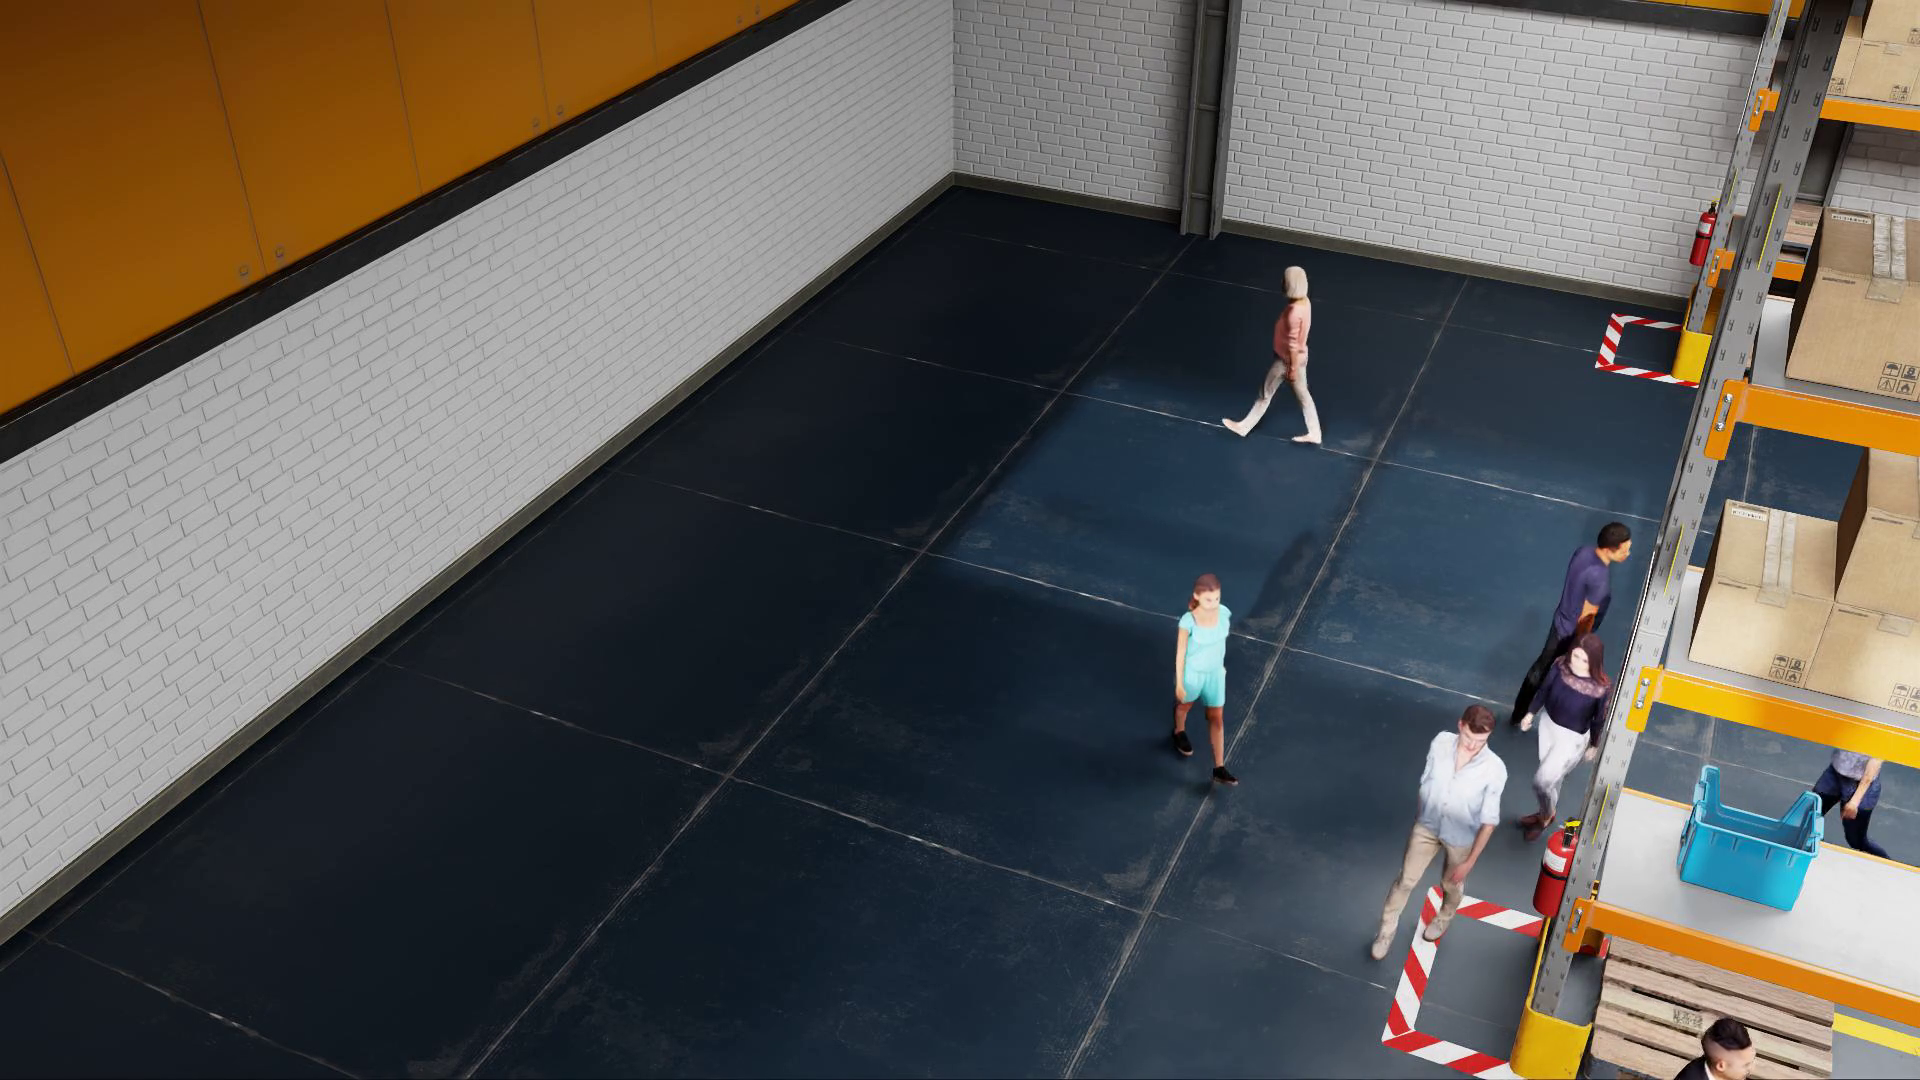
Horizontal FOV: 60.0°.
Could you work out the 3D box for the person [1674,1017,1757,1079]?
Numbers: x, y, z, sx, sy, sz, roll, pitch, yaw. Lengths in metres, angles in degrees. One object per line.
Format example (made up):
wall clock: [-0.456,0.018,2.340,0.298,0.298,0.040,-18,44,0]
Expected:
person: [3.270,2.806,7.684,0.955,1.944,1.114,-26,42,-34]

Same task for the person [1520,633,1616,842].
person: [3.825,1.211,10.399,0.808,1.595,0.745,-10,35,-15]

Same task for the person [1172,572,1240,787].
person: [1.552,0.834,11.029,0.957,1.525,1.013,-11,35,-17]

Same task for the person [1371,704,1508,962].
person: [2.859,1.640,9.550,0.889,1.821,0.905,-29,43,-36]

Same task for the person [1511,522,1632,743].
person: [4.041,0.614,11.154,1.038,1.753,0.940,-4,34,-5]

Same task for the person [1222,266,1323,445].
person: [2.965,-1.556,14.487,1.108,1.678,0.642,12,36,18]
